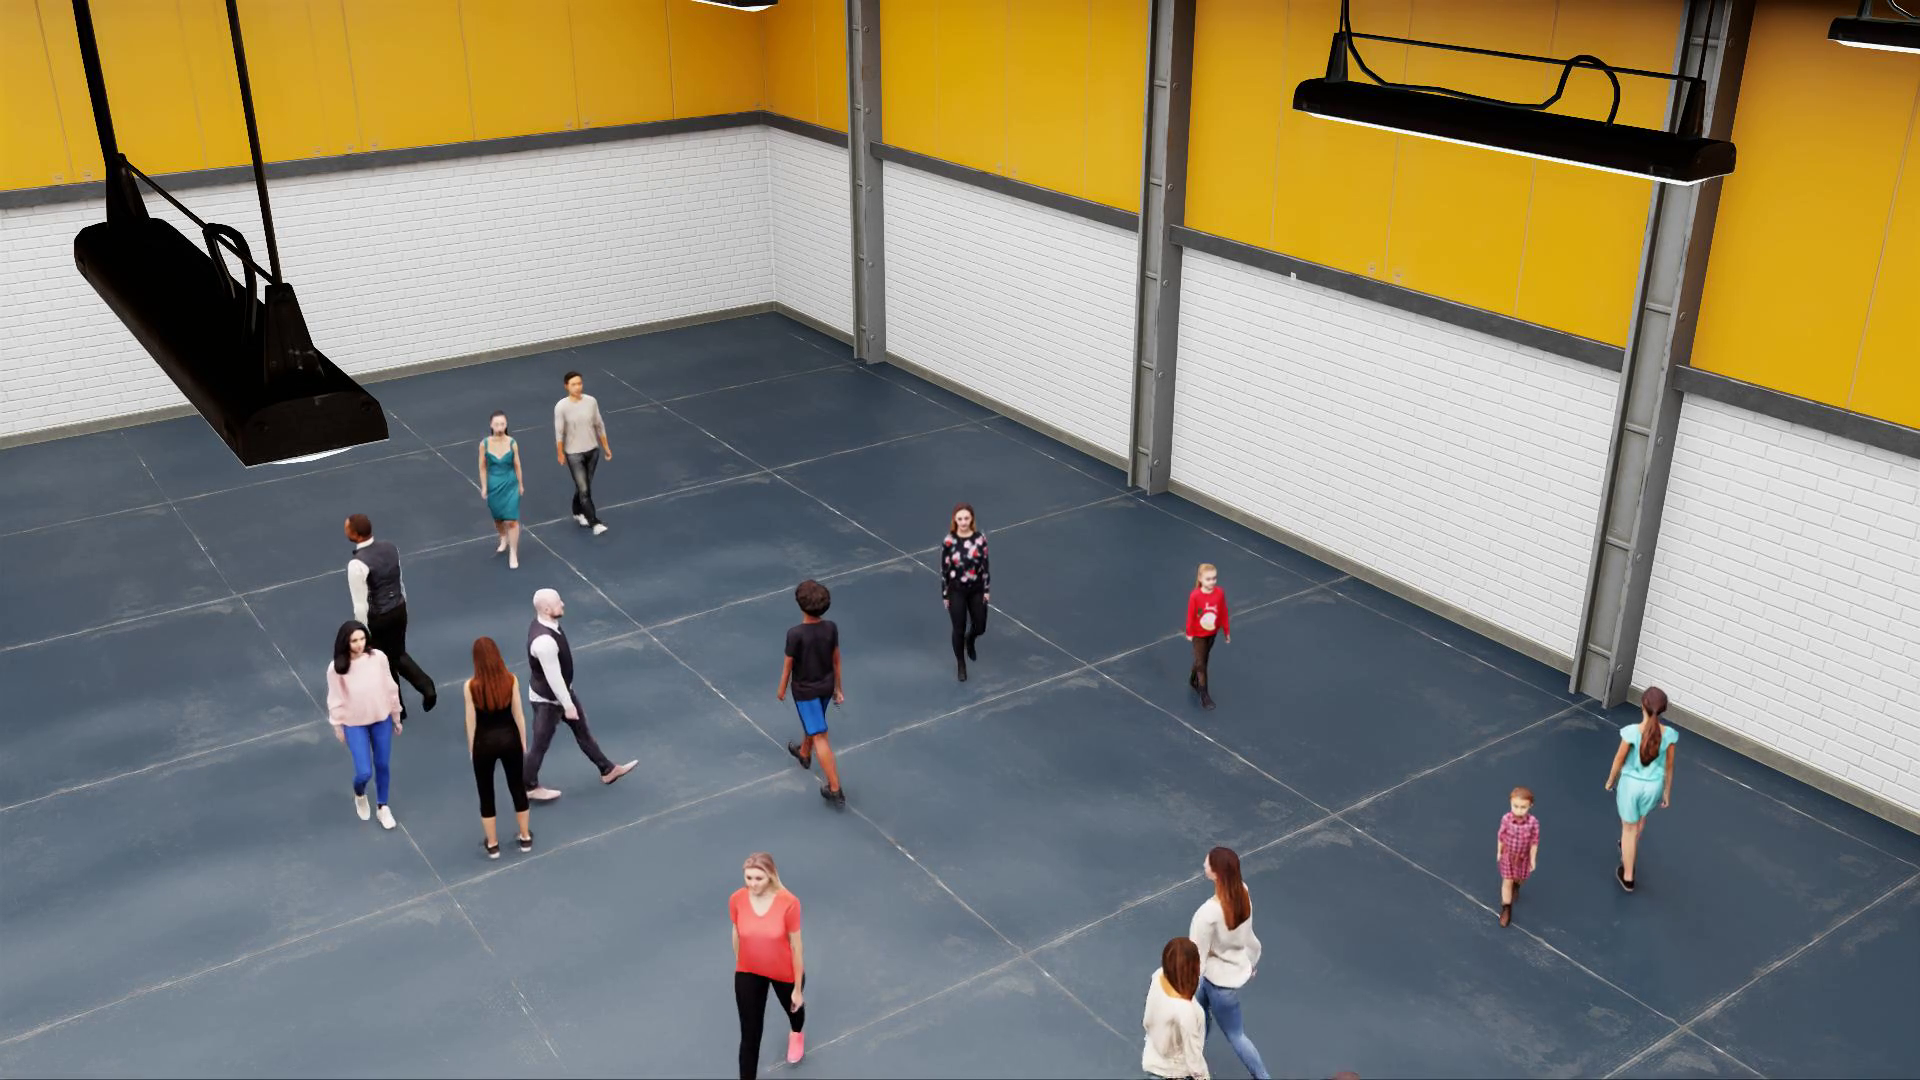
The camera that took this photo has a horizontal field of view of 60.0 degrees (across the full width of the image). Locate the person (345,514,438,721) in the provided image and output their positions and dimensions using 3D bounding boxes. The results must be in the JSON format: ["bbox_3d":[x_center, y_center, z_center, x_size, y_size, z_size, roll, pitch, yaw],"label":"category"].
[{"bbox_3d":[-4.723,0.681,13.799,1.038,1.900,0.926,12,27,26],"label":"person"}]

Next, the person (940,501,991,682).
[{"bbox_3d":[0.045,0.415,14.690,0.744,1.673,0.817,-3,24,-7],"label":"person"}]

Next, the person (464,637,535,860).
[{"bbox_3d":[-3.378,1.510,12.126,0.608,1.720,0.602,-9,25,-19],"label":"person"}]

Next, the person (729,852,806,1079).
[{"bbox_3d":[-1.088,2.538,9.869,1.091,1.646,1.199,2,24,5],"label":"person"}]

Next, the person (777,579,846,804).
[{"bbox_3d":[-1.090,1.200,12.793,0.641,1.755,1.169,-17,29,-34],"label":"person"}]

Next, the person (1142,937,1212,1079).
[{"bbox_3d":[1.049,2.889,9.062,0.984,1.649,1.066,-4,24,-10],"label":"person"}]

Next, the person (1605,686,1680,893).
[{"bbox_3d":[4.816,1.780,11.730,0.822,1.544,0.898,2,24,6],"label":"person"}]

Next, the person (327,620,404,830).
[{"bbox_3d":[-4.463,1.352,12.440,0.656,1.759,0.681,-17,29,-34],"label":"person"}]

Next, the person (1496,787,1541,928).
[{"bbox_3d":[3.881,2.153,11.545,0.692,1.009,0.705,8,25,19],"label":"person"}]

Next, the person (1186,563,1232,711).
[{"bbox_3d":[2.088,0.779,14.377,0.613,1.258,0.869,-10,25,-21],"label":"person"}]

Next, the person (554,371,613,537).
[{"bbox_3d":[-4.065,-0.955,17.699,0.721,1.775,1.133,-19,30,-37],"label":"person"}]

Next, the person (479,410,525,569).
[{"bbox_3d":[-4.646,-0.531,16.870,0.741,1.662,0.858,-2,24,-4],"label":"person"}]

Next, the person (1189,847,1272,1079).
[{"bbox_3d":[1.619,2.594,9.731,1.171,1.653,0.810,18,30,36],"label":"person"}]

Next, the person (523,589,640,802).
[{"bbox_3d":[-3.200,1.225,12.704,1.082,1.782,1.206,-5,24,-11],"label":"person"}]
